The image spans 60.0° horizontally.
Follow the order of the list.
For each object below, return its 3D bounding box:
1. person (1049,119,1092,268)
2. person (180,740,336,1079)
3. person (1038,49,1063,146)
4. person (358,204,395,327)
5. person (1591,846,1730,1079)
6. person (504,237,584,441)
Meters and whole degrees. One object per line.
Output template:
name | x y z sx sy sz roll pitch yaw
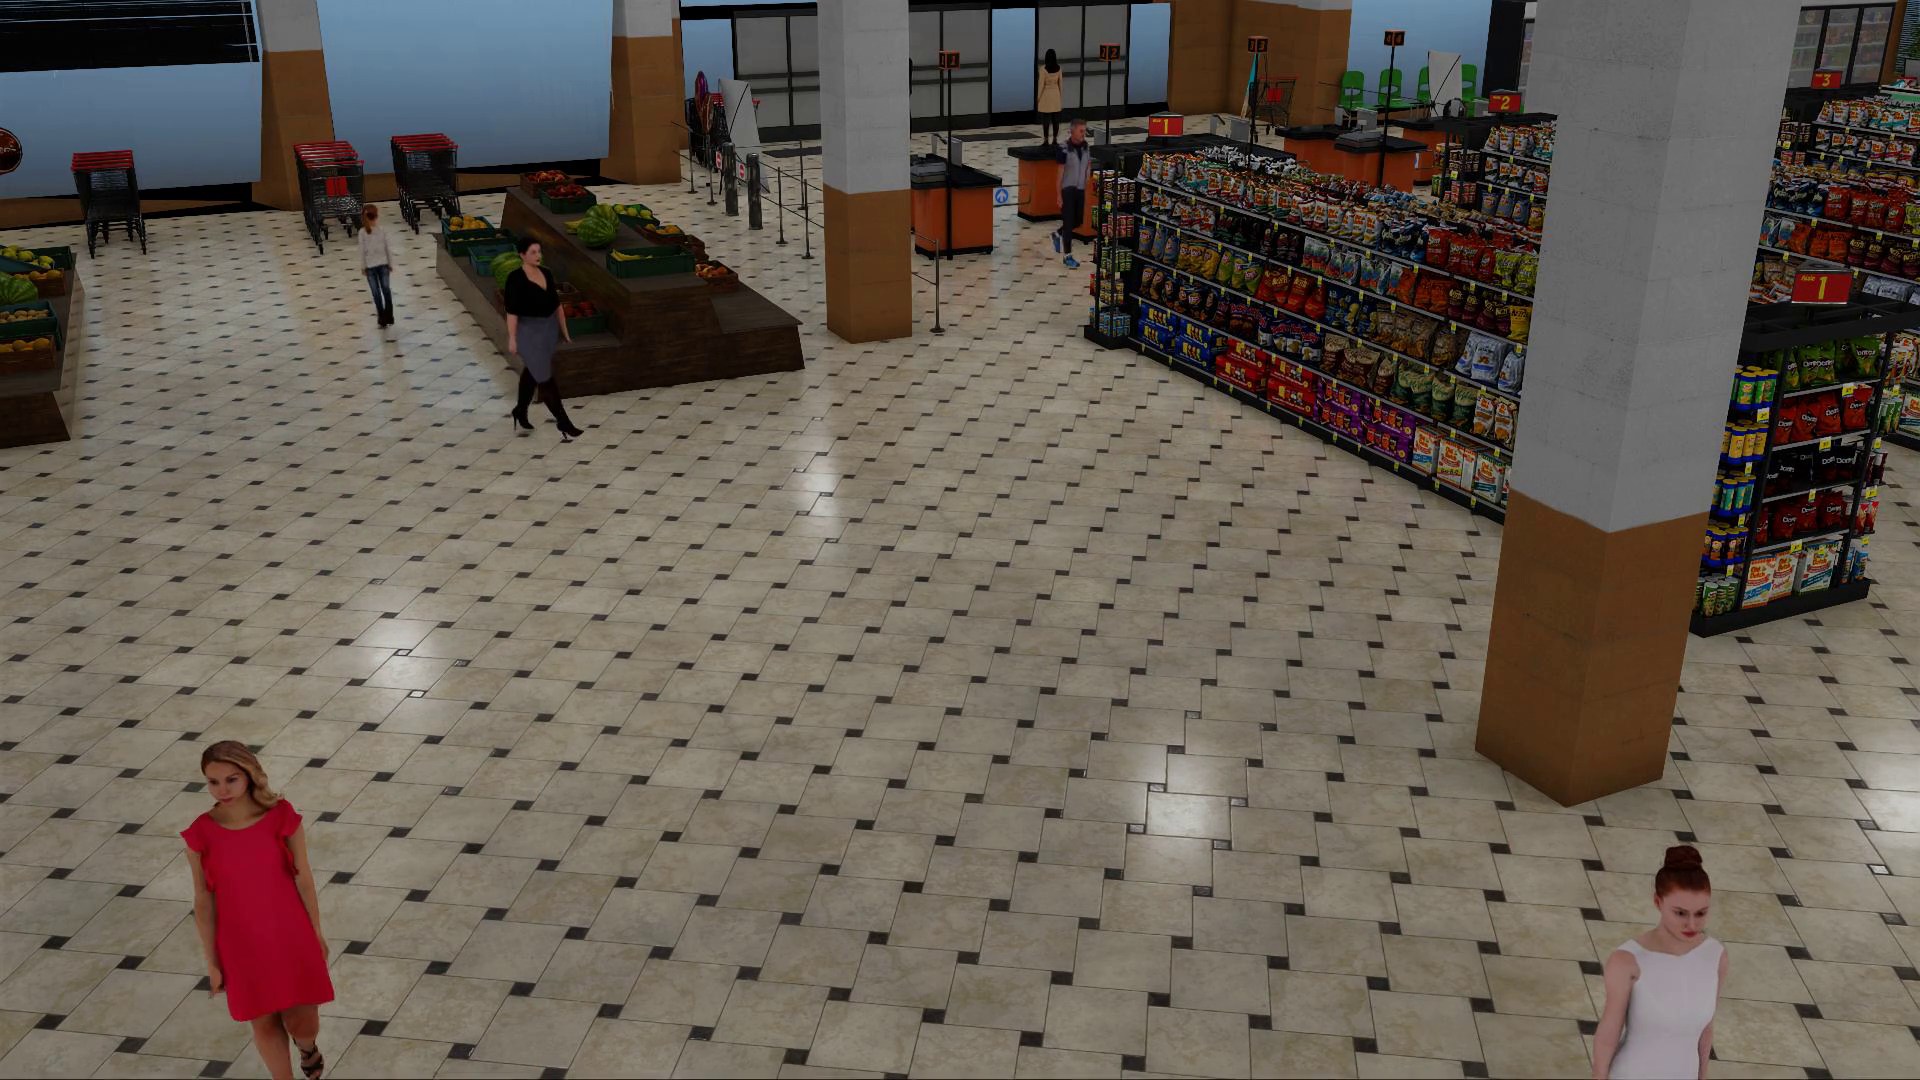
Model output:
person | 1.284 -4.279 20.485 0.808 1.791 0.998 -15 26 -33
person | -2.603 1.473 6.272 0.644 1.713 0.755 -7 23 -16
person | 1.600 -7.843 29.501 0.627 1.682 0.503 -10 24 -23
person | -6.194 -2.895 17.691 0.484 1.306 0.725 -11 24 -25
person | 2.212 1.783 5.394 0.631 1.793 0.588 -3 22 -7
person | -3.687 -1.703 14.187 1.197 1.705 1.057 12 25 27
